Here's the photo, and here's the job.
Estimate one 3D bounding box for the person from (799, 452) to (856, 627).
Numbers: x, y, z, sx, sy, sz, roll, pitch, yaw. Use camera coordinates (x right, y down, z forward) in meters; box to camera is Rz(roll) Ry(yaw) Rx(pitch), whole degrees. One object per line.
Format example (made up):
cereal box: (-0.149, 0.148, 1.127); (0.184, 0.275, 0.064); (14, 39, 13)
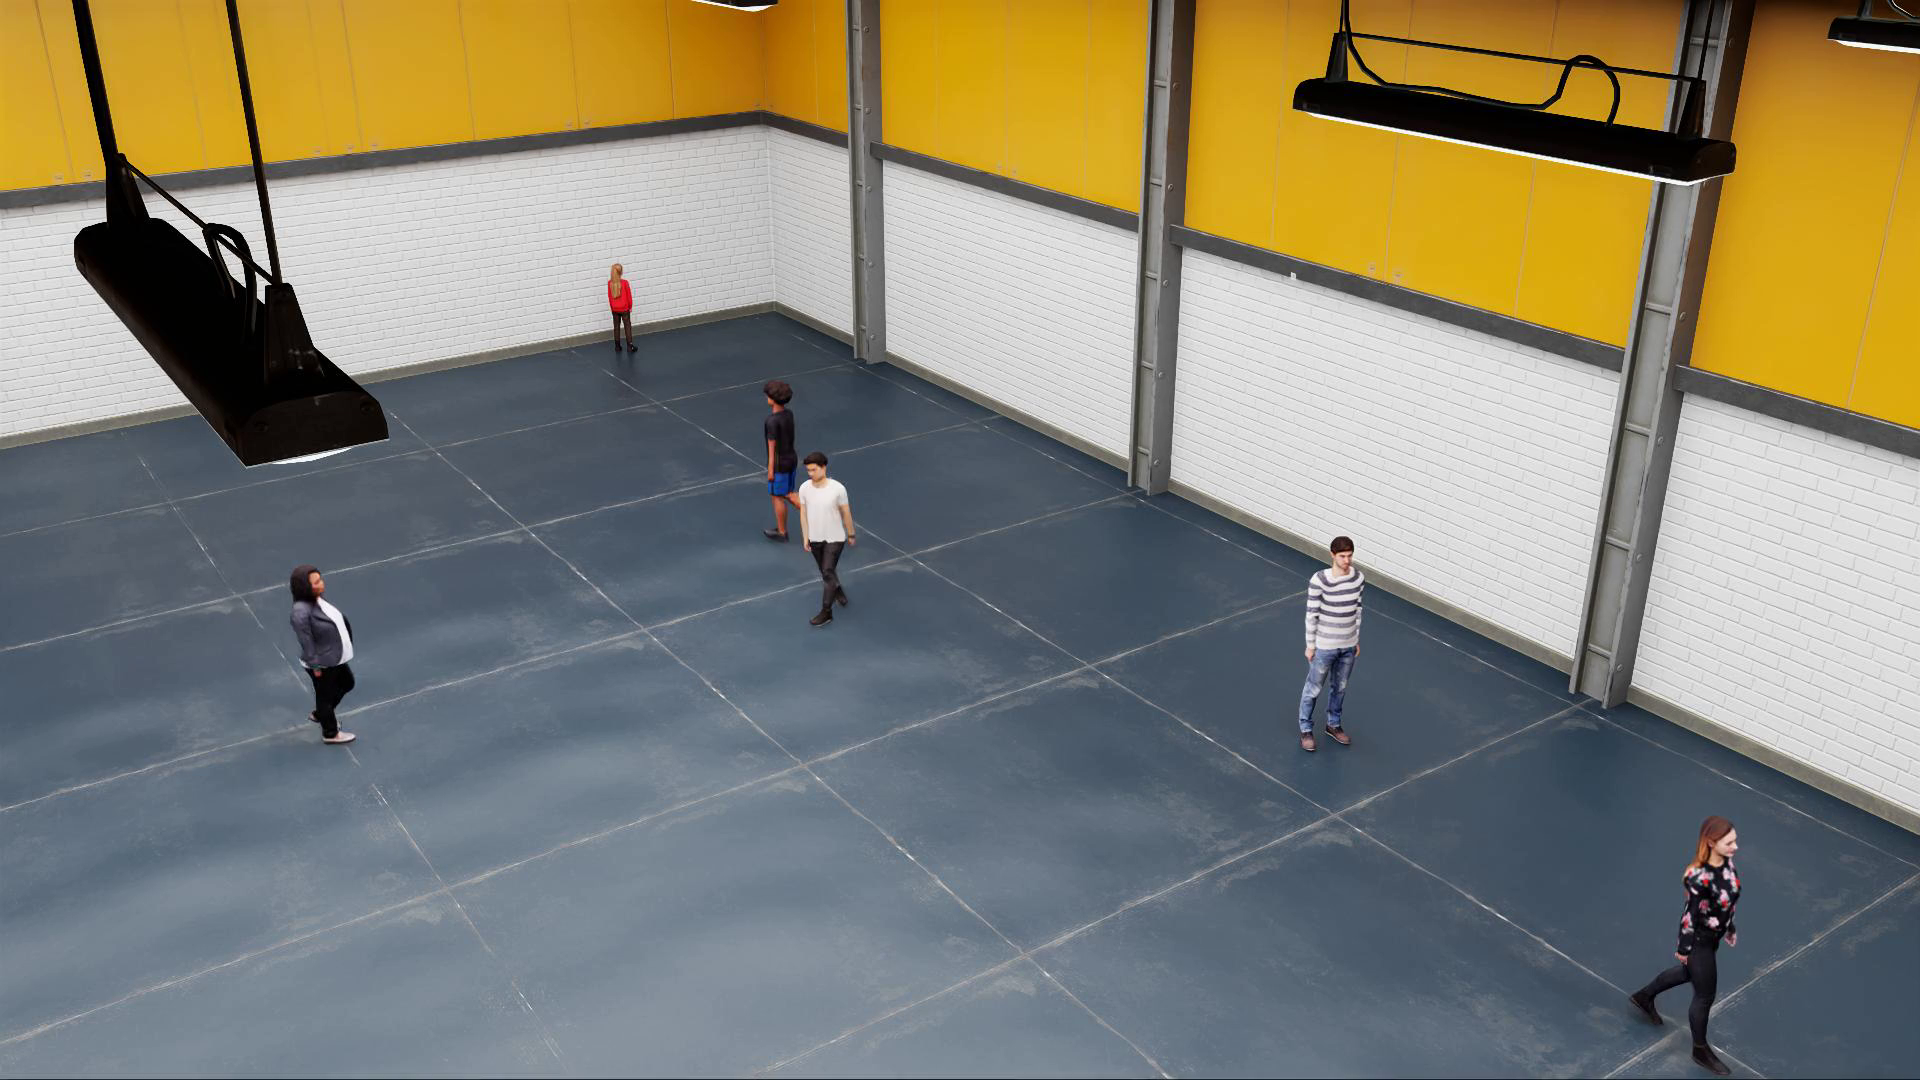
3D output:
person: (-1.227, -0.072, 15.791); (1.047, 1.685, 1.019); (7, 24, 15)

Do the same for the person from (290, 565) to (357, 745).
person: (-5.277, 0.948, 13.578); (0.873, 1.587, 0.804); (-2, 24, -4)

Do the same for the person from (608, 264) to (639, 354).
person: (-4.832, -3.305, 23.688); (0.582, 1.282, 0.639); (3, 24, 7)

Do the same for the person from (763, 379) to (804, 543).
person: (-1.779, -0.786, 17.302); (0.971, 1.782, 0.837); (10, 26, 22)

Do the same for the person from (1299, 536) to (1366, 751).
person: (3.034, 0.814, 13.551); (0.707, 1.855, 0.645); (-7, 25, -16)

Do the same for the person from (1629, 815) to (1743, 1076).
person: (4.486, 2.389, 10.189); (0.681, 1.661, 0.988); (-22, 32, -40)
